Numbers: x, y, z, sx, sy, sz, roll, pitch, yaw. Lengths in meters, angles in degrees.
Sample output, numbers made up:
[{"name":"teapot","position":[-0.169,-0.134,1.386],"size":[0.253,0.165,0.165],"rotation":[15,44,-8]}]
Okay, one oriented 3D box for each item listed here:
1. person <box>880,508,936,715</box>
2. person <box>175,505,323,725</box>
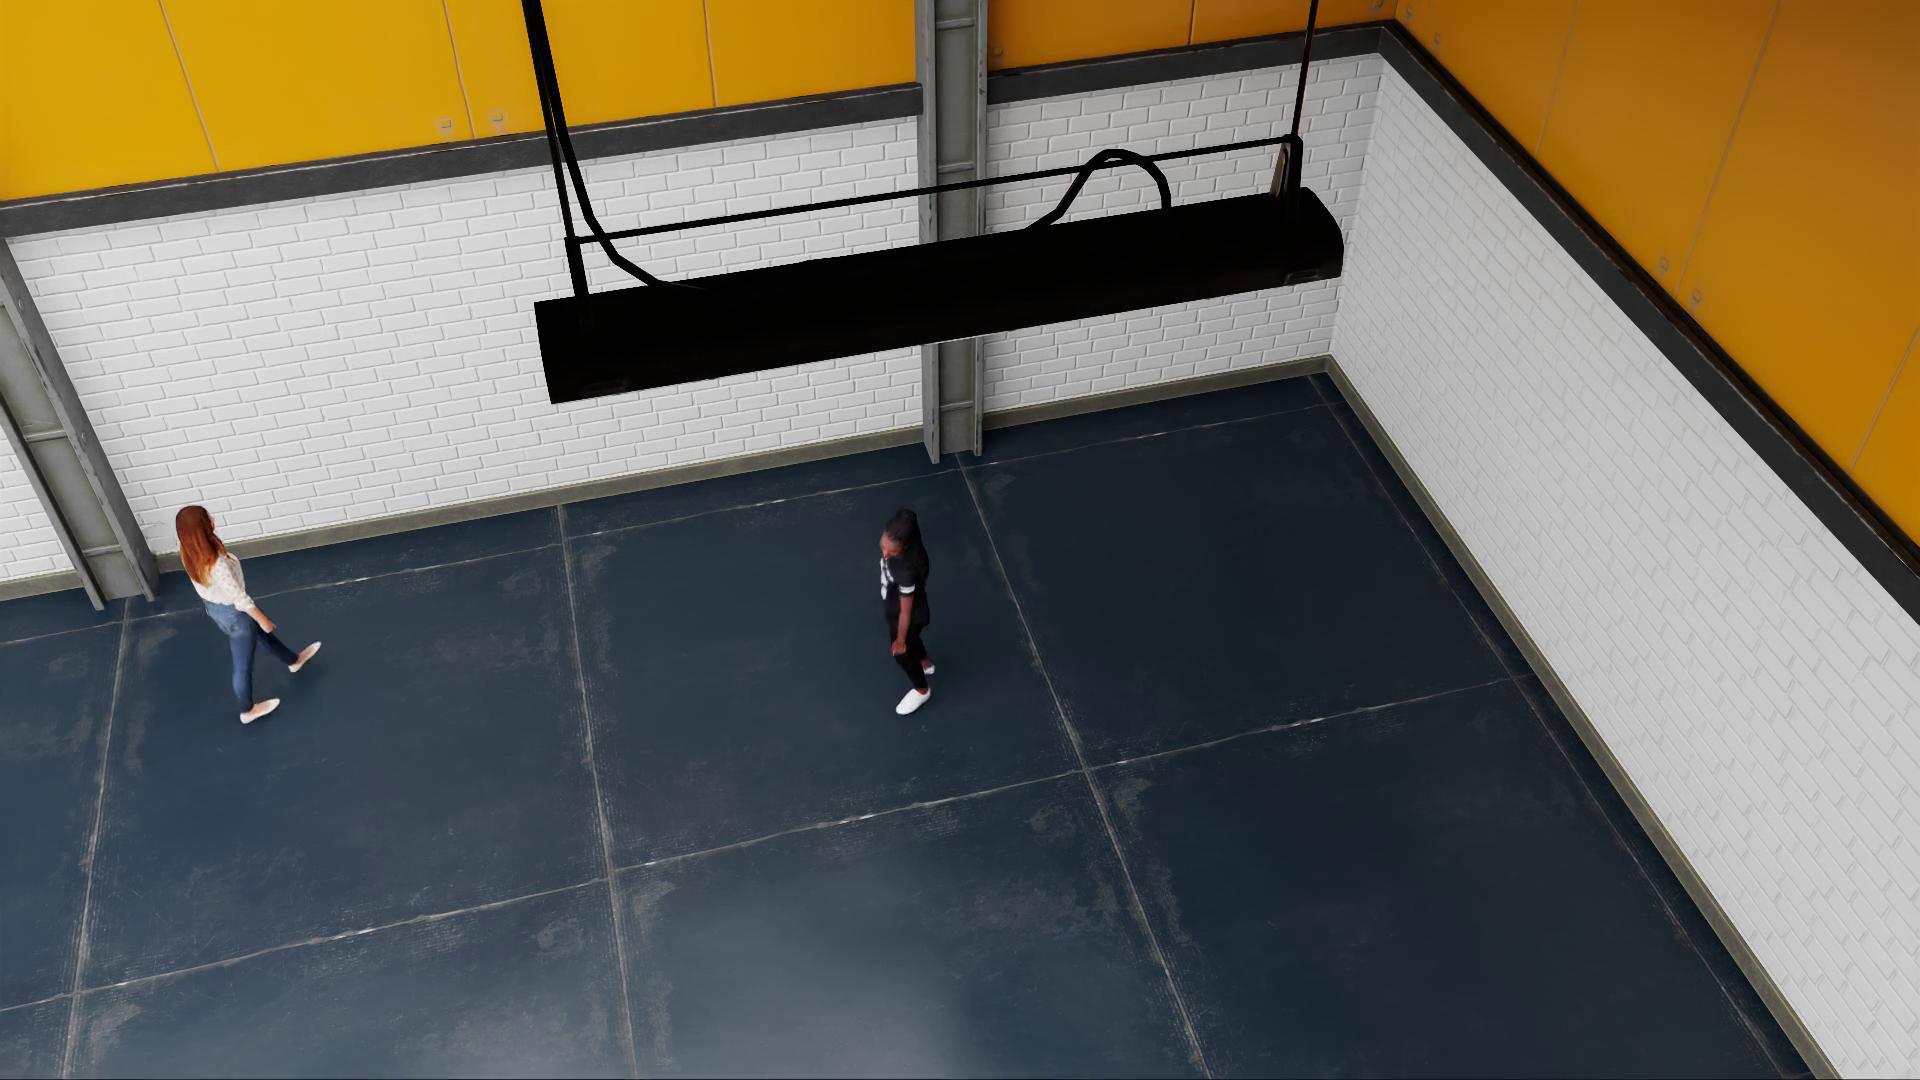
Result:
[{"name":"person","position":[-0.306,0.421,10.371],"size":[0.608,1.722,0.780],"rotation":[1,44,1]},{"name":"person","position":[-4.584,0.491,10.306],"size":[0.908,1.711,1.044],"rotation":[32,52,29]}]
